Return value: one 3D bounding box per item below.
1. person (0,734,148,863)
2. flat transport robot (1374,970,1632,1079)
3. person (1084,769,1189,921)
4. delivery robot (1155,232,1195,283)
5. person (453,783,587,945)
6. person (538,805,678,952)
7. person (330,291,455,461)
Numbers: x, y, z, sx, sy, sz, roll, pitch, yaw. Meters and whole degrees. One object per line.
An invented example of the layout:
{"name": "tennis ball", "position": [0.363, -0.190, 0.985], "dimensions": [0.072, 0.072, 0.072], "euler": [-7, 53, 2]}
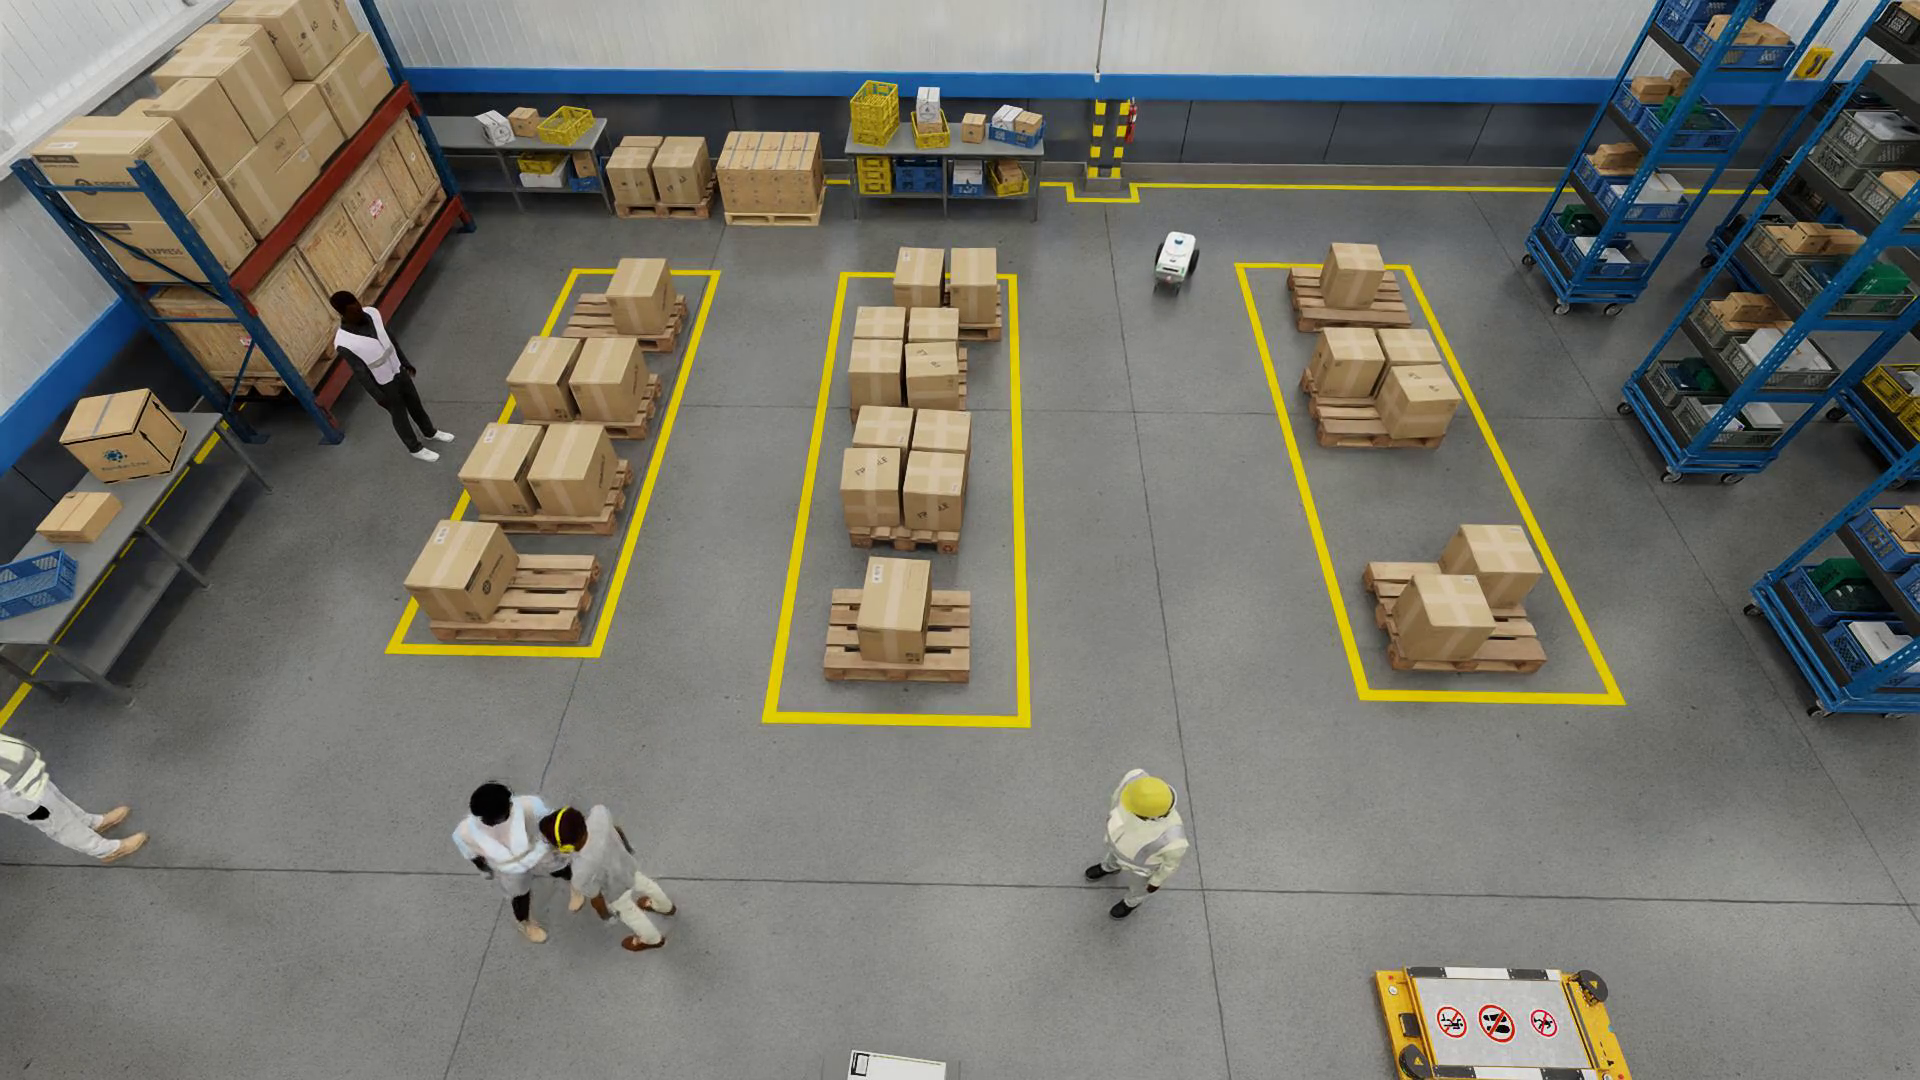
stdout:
{"name": "person", "position": [-6.304, 1.628, 6.135], "dimensions": [0.624, 1.844, 0.430], "euler": [35, 59, 25]}
{"name": "flat transport robot", "position": [3.501, 3.133, 5.914], "dimensions": [1.431, 0.197, 0.652], "euler": [1, 51, 1]}
{"name": "person", "position": [1.123, 1.958, 5.876], "dimensions": [0.404, 1.824, 0.591], "euler": [-20, 54, -16]}
{"name": "delivery robot", "position": [2.593, -3.411, 11.009], "dimensions": [0.477, 0.478, 0.707], "euler": [16, 53, 12]}
{"name": "person", "position": [-2.846, 2.059, 5.889], "dimensions": [0.650, 1.669, 0.405], "euler": [-25, 55, -19]}
{"name": "person", "position": [-2.167, 2.114, 5.728], "dimensions": [0.335, 1.862, 0.529], "euler": [1, 51, 1]}
{"name": "person", "position": [-5.433, -1.550, 8.686], "dimensions": [0.393, 1.911, 0.583], "euler": [4, 51, 3]}
